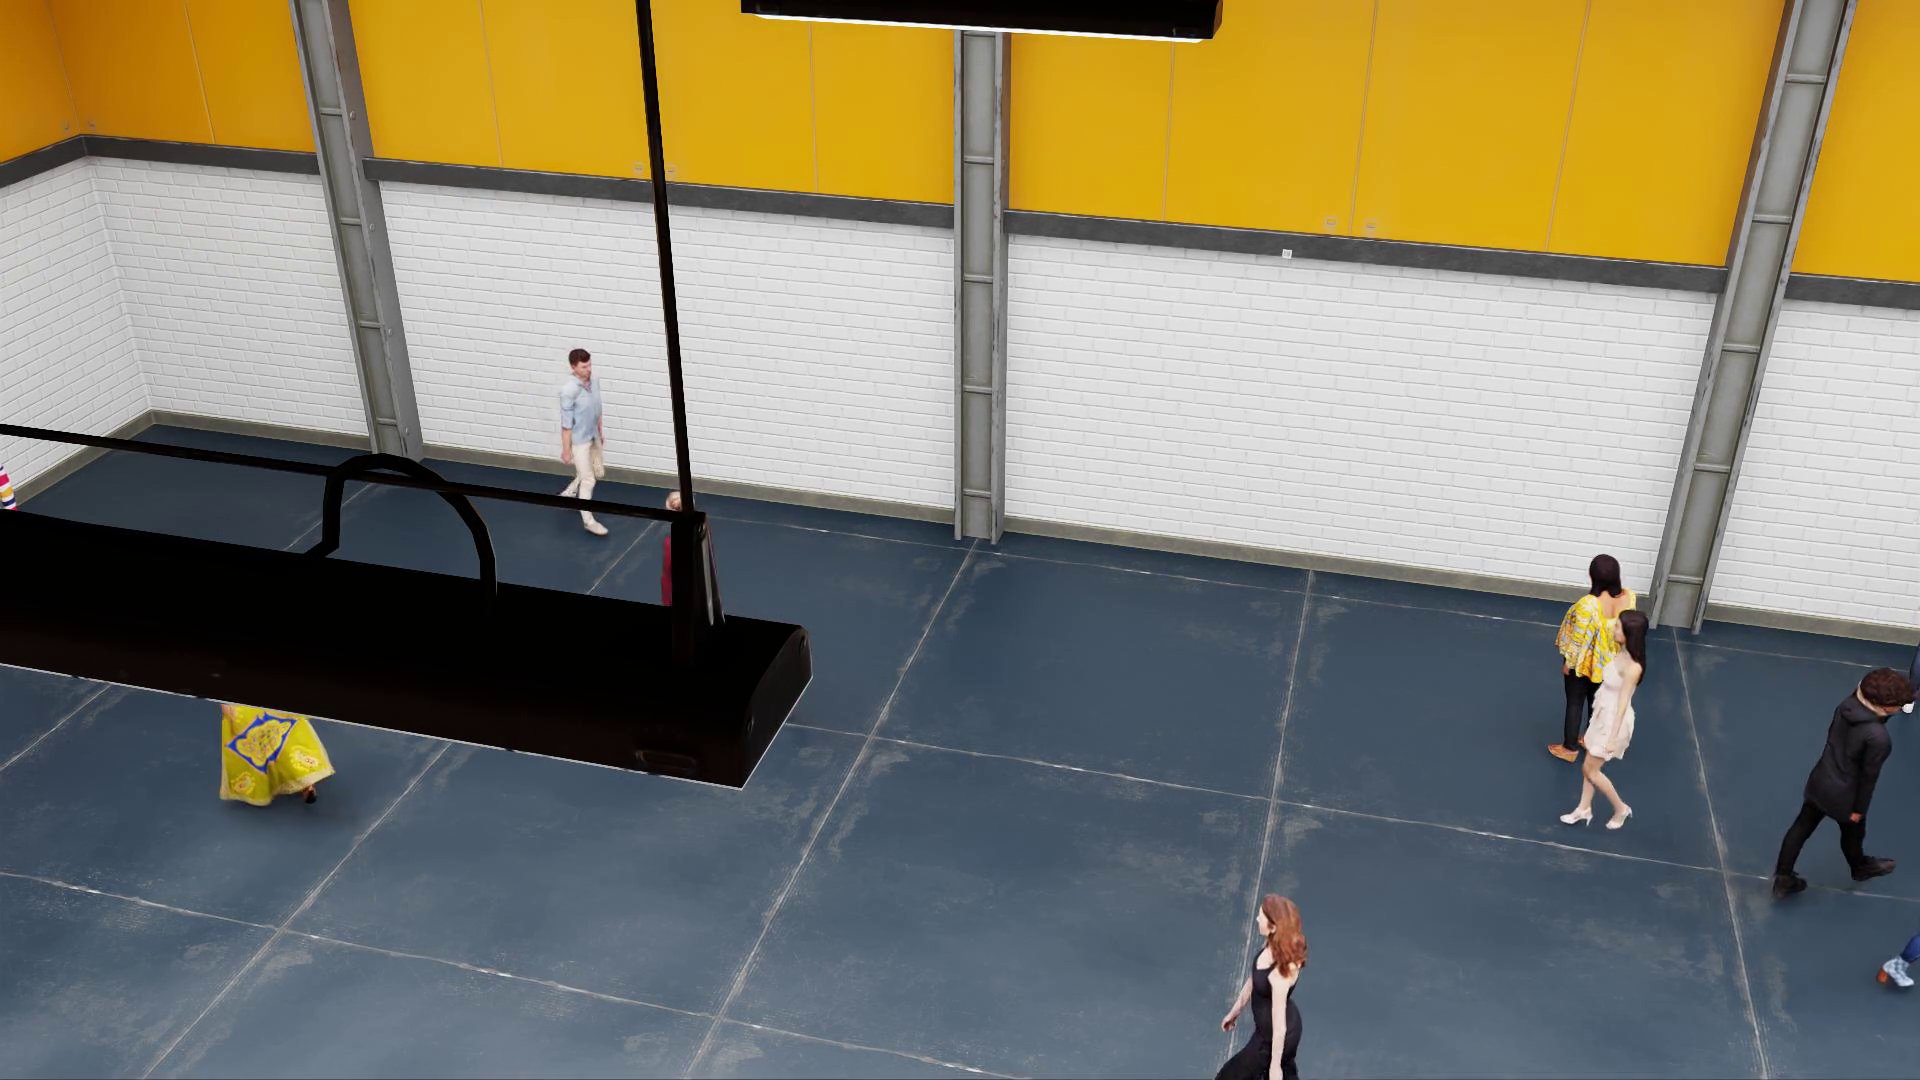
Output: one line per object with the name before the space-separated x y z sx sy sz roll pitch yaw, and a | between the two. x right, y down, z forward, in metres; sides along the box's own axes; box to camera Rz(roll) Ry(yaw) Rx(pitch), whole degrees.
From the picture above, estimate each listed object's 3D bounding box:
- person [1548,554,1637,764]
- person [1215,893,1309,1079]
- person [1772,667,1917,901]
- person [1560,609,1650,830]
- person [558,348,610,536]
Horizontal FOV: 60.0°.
person | 4.529 0.852 11.923 0.883 1.651 0.945 -13 31 -23
person | 1.734 2.579 8.687 0.801 1.717 0.659 2 29 4
person | 5.479 1.587 10.500 1.177 1.723 0.988 -8 30 -14
person | 4.406 1.253 11.109 0.668 1.726 0.618 6 29 11
person | -3.456 -0.919 14.996 0.952 1.816 0.771 12 31 21
